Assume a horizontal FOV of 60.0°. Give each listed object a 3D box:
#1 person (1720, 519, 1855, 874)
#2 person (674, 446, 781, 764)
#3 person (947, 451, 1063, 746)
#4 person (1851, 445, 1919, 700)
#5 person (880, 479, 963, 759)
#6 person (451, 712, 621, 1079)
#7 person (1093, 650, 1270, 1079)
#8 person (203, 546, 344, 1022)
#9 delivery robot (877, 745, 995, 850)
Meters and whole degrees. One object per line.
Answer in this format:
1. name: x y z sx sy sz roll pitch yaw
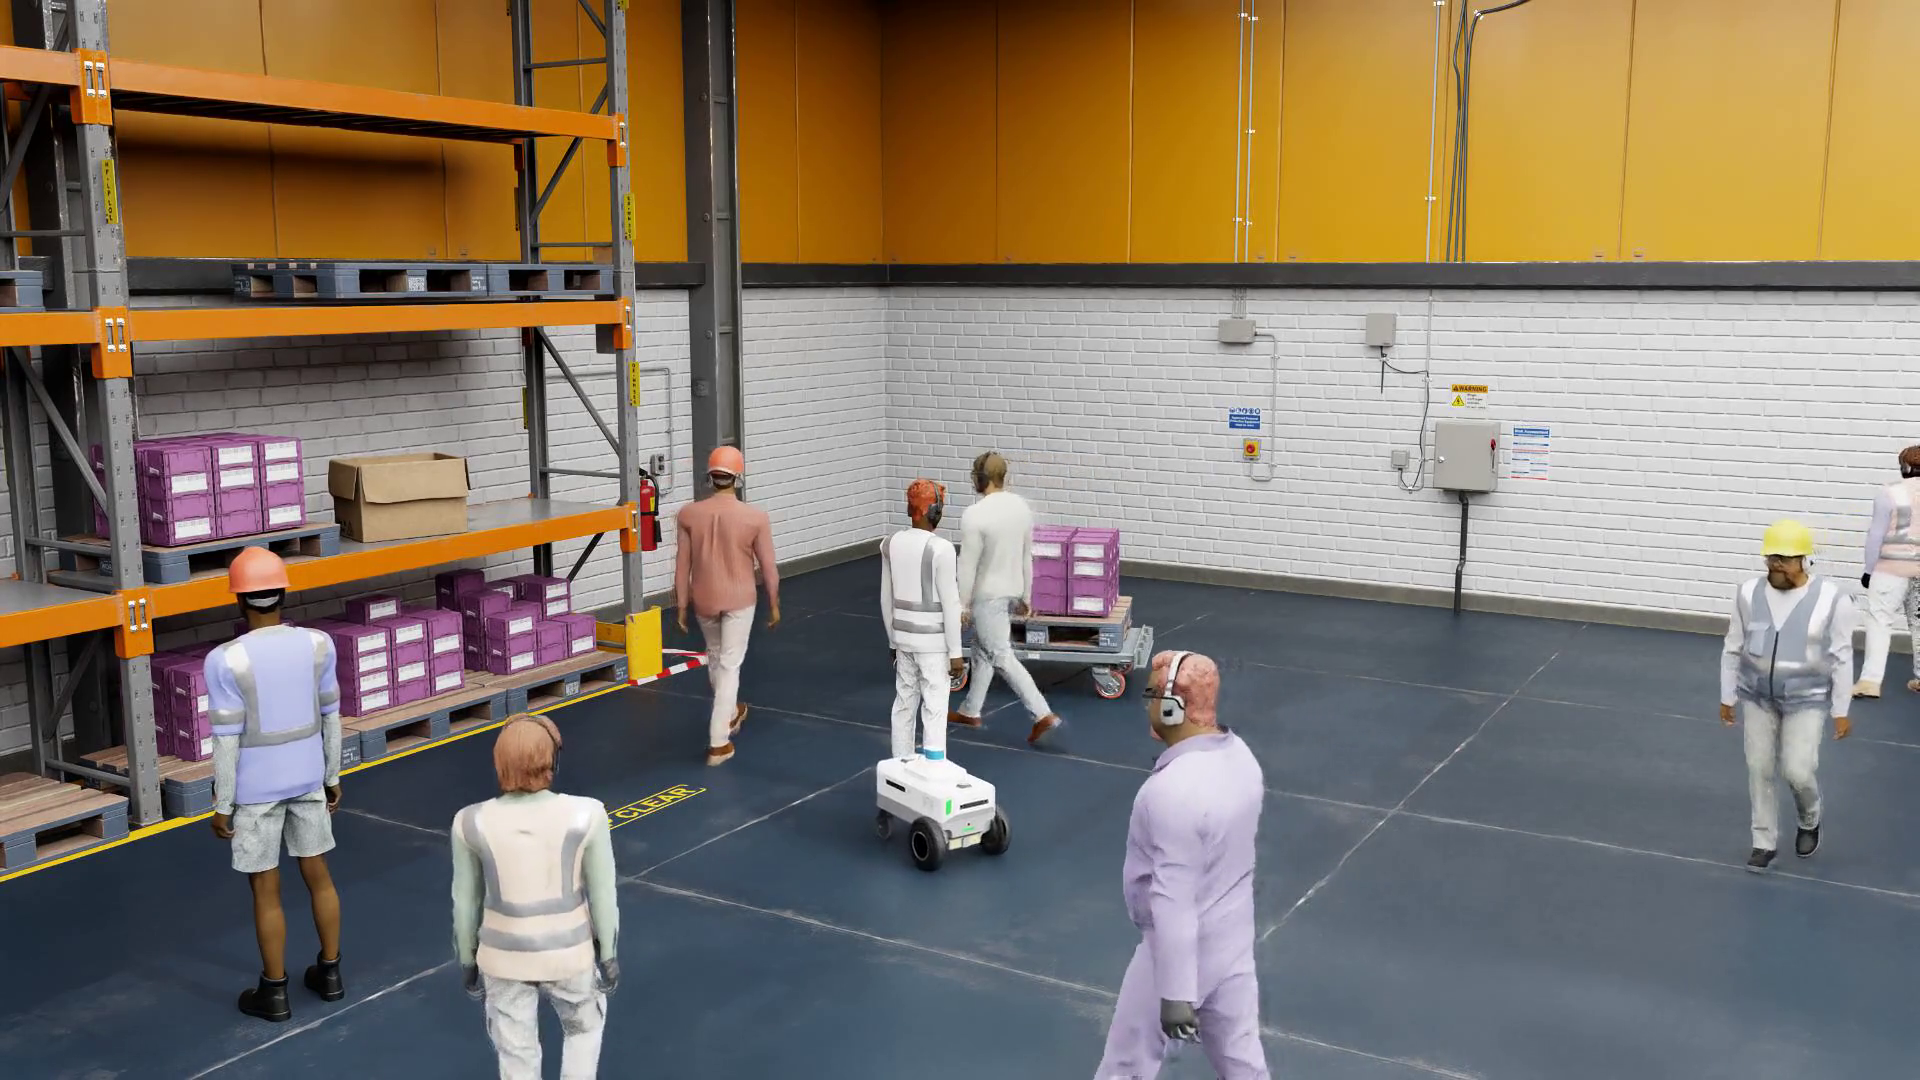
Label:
1. person: 4.159 0.785 8.400 0.459 1.818 0.621 -9 13 -43
2. person: -1.440 0.371 10.584 0.643 1.943 0.994 2 9 10
3. person: 0.282 0.373 10.777 0.994 1.901 0.642 7 11 37
4. person: 6.714 0.249 11.808 0.825 1.813 0.533 -1 9 -4
5. person: -0.200 0.592 9.411 0.573 1.886 0.355 8 12 43
6. person: -1.367 1.360 5.391 0.536 1.625 0.370 -1 9 -7
7. person: 0.636 1.263 5.290 0.985 1.854 0.677 6 11 33
8. person: -2.802 0.986 6.795 0.370 1.933 0.551 8 12 39
9. delivery robot: -0.133 1.317 8.707 0.477 0.478 0.707 -7 12 -35
